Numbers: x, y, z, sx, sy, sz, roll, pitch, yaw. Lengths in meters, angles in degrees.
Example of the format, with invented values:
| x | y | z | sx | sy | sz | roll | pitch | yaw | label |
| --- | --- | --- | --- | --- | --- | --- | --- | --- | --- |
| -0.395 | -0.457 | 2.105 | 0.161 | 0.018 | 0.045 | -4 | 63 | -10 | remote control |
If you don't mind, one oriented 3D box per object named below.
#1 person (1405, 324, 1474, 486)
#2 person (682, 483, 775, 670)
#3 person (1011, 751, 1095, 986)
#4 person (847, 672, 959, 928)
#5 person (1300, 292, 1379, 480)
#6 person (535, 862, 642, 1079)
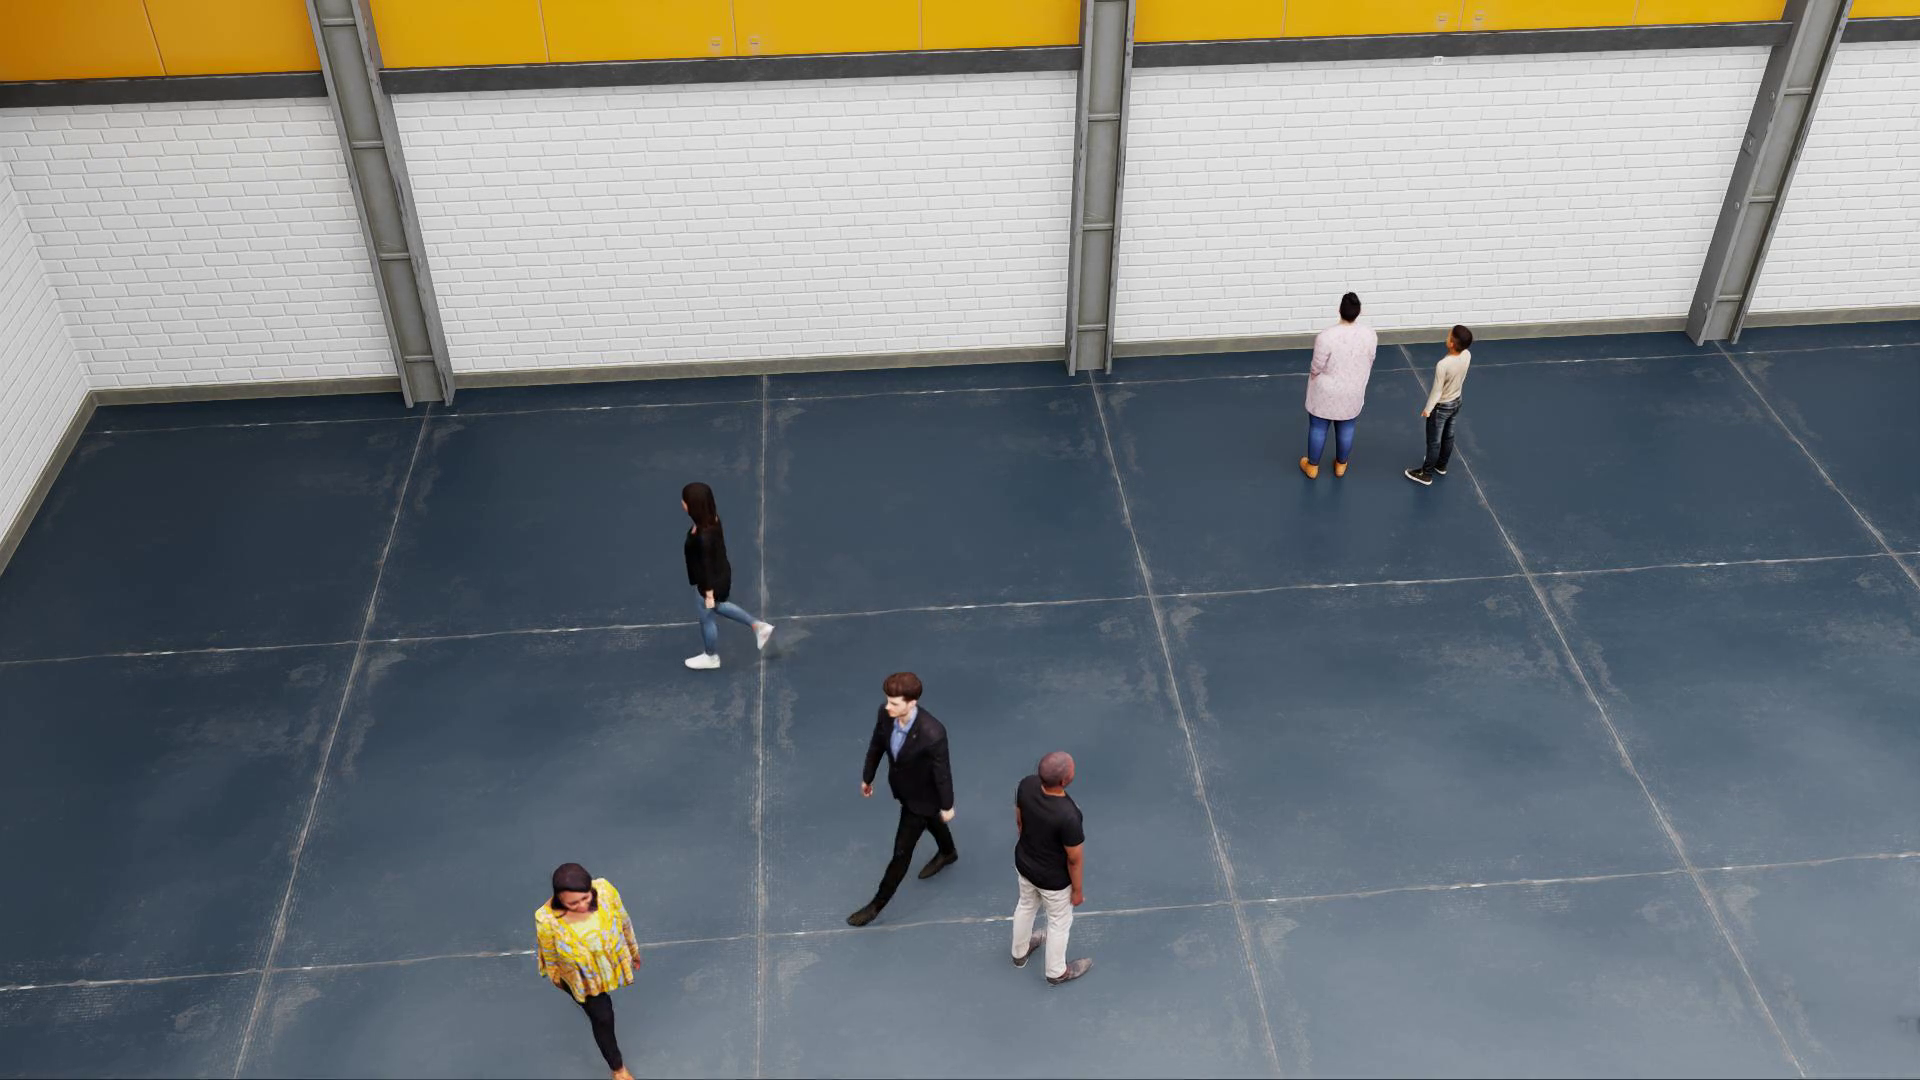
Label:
| x | y | z | sx | sy | sz | roll | pitch | yaw | label |
| --- | --- | --- | --- | --- | --- | --- | --- | --- | --- |
| 3.988 | -1.121 | 13.668 | 0.604 | 1.465 | 0.693 | -27 | 46 | -30 | person |
| -1.691 | 0.265 | 11.799 | 0.888 | 1.632 | 0.587 | -2 | 39 | -2 | person |
| 0.490 | 1.899 | 9.615 | 0.817 | 1.804 | 0.778 | -30 | 48 | -32 | person |
| -0.216 | 1.475 | 10.120 | 1.310 | 1.836 | 1.169 | -29 | 47 | -31 | person |
| 3.098 | -1.274 | 13.636 | 0.541 | 1.744 | 0.730 | -3 | 39 | -3 | person |
| -2.066 | 2.306 | 9.252 | 1.105 | 1.621 | 1.112 | -29 | 47 | -32 | person |
